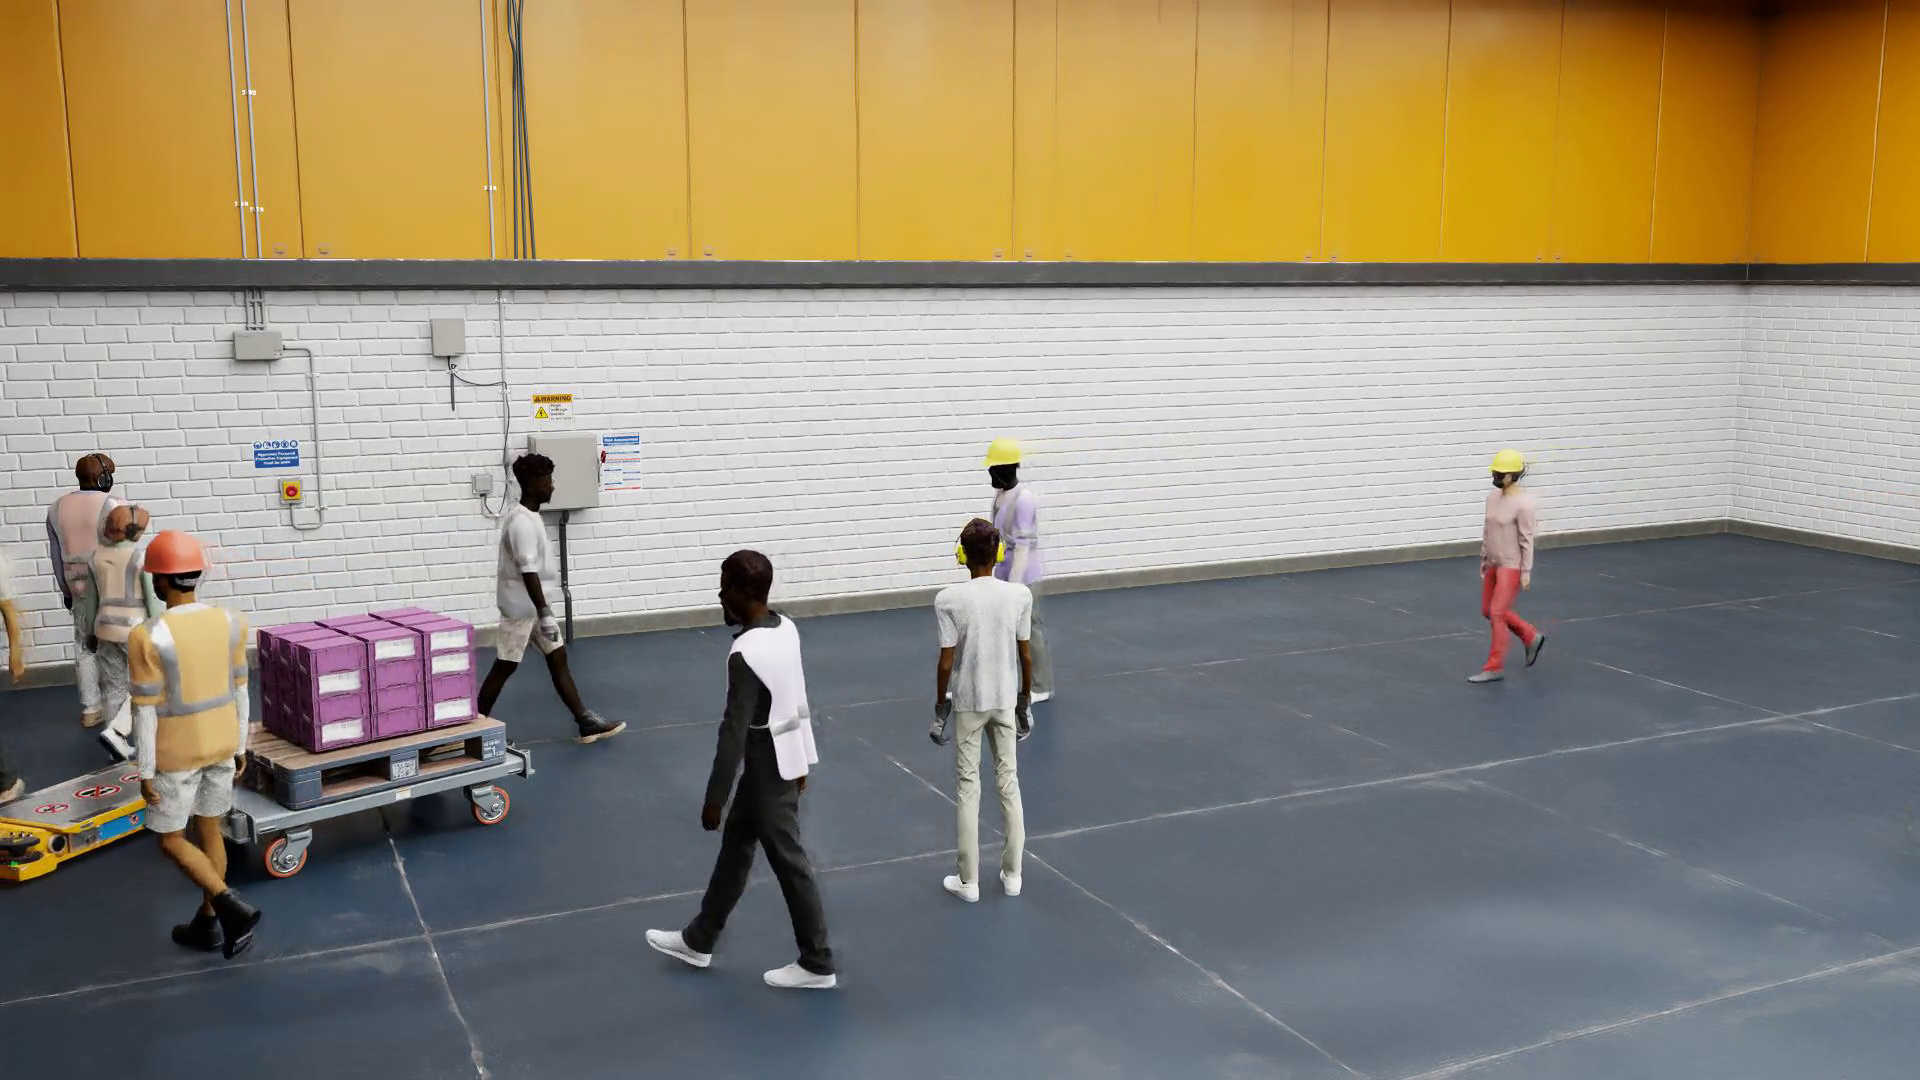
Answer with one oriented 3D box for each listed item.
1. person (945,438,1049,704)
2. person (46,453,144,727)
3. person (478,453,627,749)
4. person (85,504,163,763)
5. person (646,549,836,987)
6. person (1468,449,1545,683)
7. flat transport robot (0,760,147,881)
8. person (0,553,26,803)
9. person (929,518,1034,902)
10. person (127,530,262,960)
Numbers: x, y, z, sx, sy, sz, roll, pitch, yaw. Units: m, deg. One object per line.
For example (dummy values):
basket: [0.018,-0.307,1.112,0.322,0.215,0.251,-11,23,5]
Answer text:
person: [0.258,0.241,11.514,0.871,1.889,0.619,-3,10,-19]
person: [-5.697,0.339,11.083,0.633,1.842,0.429,1,9,9]
person: [-2.690,0.401,10.503,1.020,1.908,0.613,-1,9,-6]
person: [-5.138,0.593,10.154,0.571,1.620,0.453,3,10,17]
person: [-0.954,0.975,7.007,0.938,1.876,0.624,1,9,7]
person: [4.090,0.182,12.314,0.623,1.746,0.531,-3,9,-15]
flat transport robot: [-4.686,1.468,8.932,0.652,0.197,1.431,3,10,19]
person: [-5.464,0.670,9.086,0.476,1.826,0.465,2,9,12]
person: [0.105,0.818,8.046,0.521,1.865,0.328,-3,10,-17]
person: [-3.298,0.915,7.249,0.638,1.925,0.544,6,11,32]
